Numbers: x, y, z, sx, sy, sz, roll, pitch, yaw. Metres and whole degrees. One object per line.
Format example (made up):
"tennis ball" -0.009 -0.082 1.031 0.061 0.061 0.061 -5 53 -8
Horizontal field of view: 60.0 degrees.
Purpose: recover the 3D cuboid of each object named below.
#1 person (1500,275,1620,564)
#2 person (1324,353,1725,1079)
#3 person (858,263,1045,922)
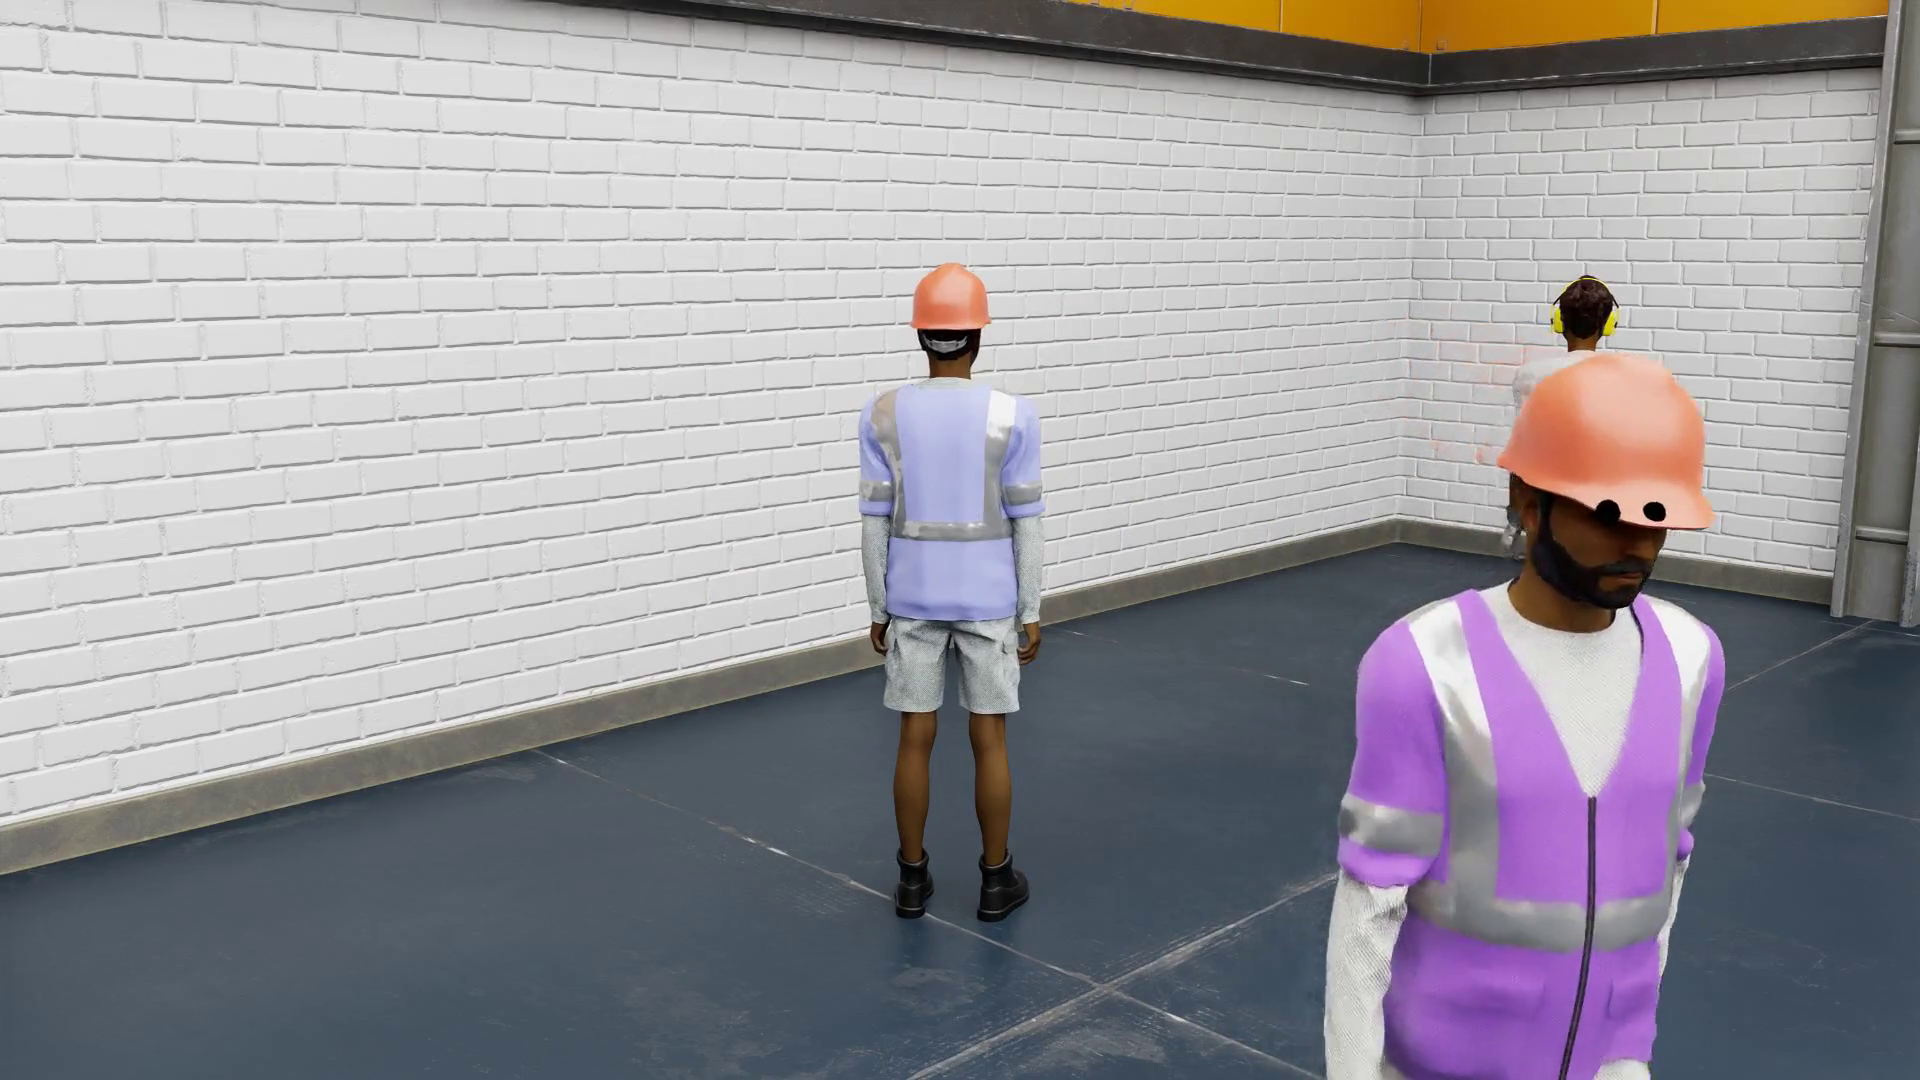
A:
"person" 2.367 -0.078 6.437 0.513 1.872 0.328 2 11 12
"person" 0.770 0.659 2.400 0.563 1.888 1.015 -1 10 -8
"person" -0.021 0.169 4.893 0.545 1.942 0.351 2 11 9
